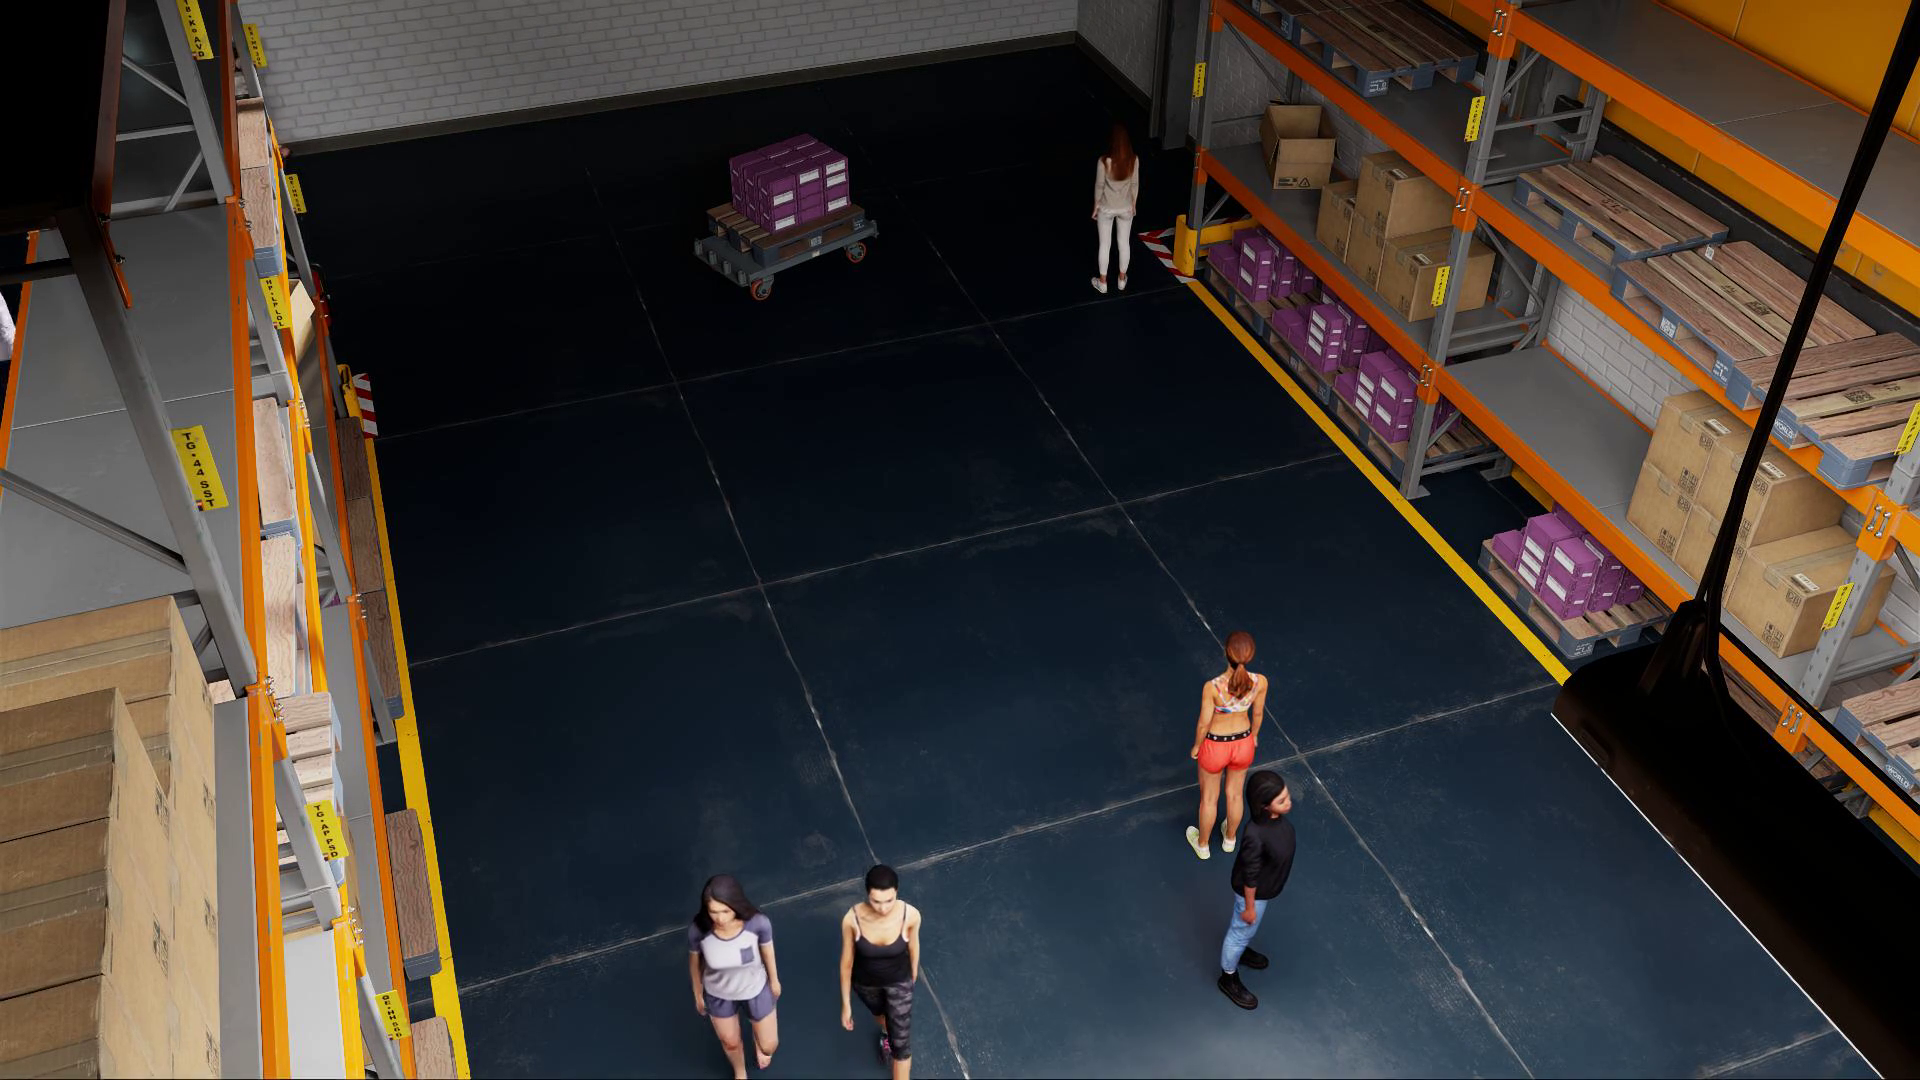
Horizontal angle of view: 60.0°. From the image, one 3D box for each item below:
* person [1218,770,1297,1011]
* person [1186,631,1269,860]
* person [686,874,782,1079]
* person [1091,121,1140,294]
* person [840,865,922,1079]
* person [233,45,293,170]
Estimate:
[{"bbox_3d":[1.658,1.933,9.377,0.721,1.701,0.657,15,41,18],"label":"person"},{"bbox_3d":[1.624,1.261,10.147,0.615,1.791,0.596,-7,39,-9],"label":"person"},{"bbox_3d":[-1.186,2.329,8.883,0.685,1.698,0.701,-4,39,-6],"label":"person"},{"bbox_3d":[1.474,-3.138,15.715,0.626,1.715,0.601,-6,39,-8],"label":"person"},{"bbox_3d":[-0.428,2.292,8.928,0.823,1.700,1.103,0,39,0],"label":"person"},{"bbox_3d":[-7.510,-4.517,17.578,0.620,1.546,0.802,-15,41,-18],"label":"person"}]
